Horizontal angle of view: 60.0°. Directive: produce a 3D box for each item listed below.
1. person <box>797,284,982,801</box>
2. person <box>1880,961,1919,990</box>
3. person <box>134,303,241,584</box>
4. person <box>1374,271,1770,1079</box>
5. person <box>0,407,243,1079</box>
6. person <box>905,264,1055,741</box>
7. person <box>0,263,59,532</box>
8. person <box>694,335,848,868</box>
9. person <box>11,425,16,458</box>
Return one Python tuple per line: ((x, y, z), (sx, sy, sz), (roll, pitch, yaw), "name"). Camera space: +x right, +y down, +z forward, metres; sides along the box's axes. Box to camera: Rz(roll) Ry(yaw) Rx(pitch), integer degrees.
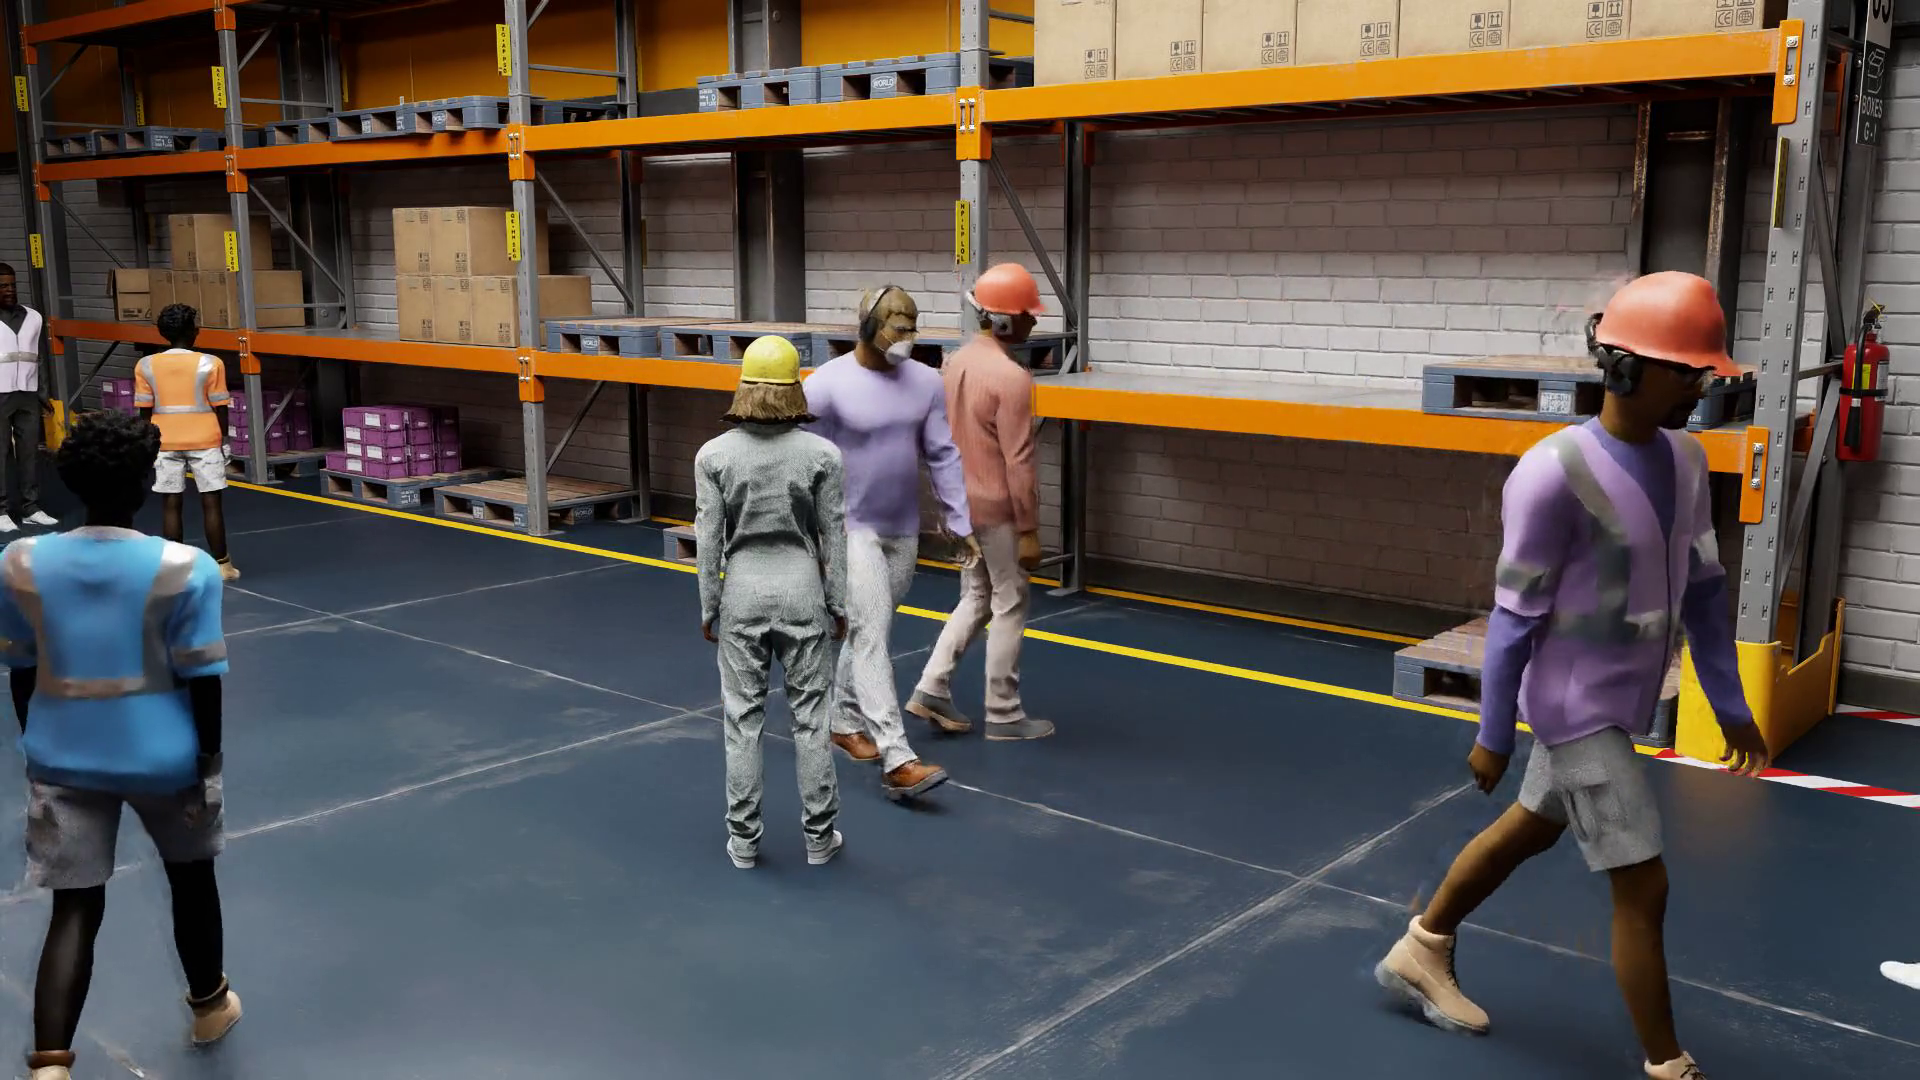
((-0.261, -0.001, 6.231), (0.631, 1.880, 0.968), (-9, 13, -41), "person")
((2.757, 0.344, 4.364), (0.514, 1.858, 0.436), (-9, 13, -42), "person")
((-4.627, -0.563, 9.958), (0.535, 1.699, 0.321), (-1, 10, -7), "person")
((1.448, 0.364, 3.919), (0.628, 1.986, 1.093), (-9, 13, -40), "person")
((-1.975, 0.525, 3.872), (0.531, 1.662, 0.827), (-2, 10, -9), "person")
((0.089, -0.115, 6.738), (0.591, 1.964, 0.685), (-4, 11, -24), "person")
((-6.859, -1.032, 12.003), (0.375, 1.917, 0.599), (5, 11, 25), "person")
((-0.611, 0.207, 5.452), (0.492, 1.742, 0.319), (-1, 10, -5), "person")
((-9.098, -1.559, 15.813), (0.283, 1.633, 0.498), (9, 13, 42), "person")
